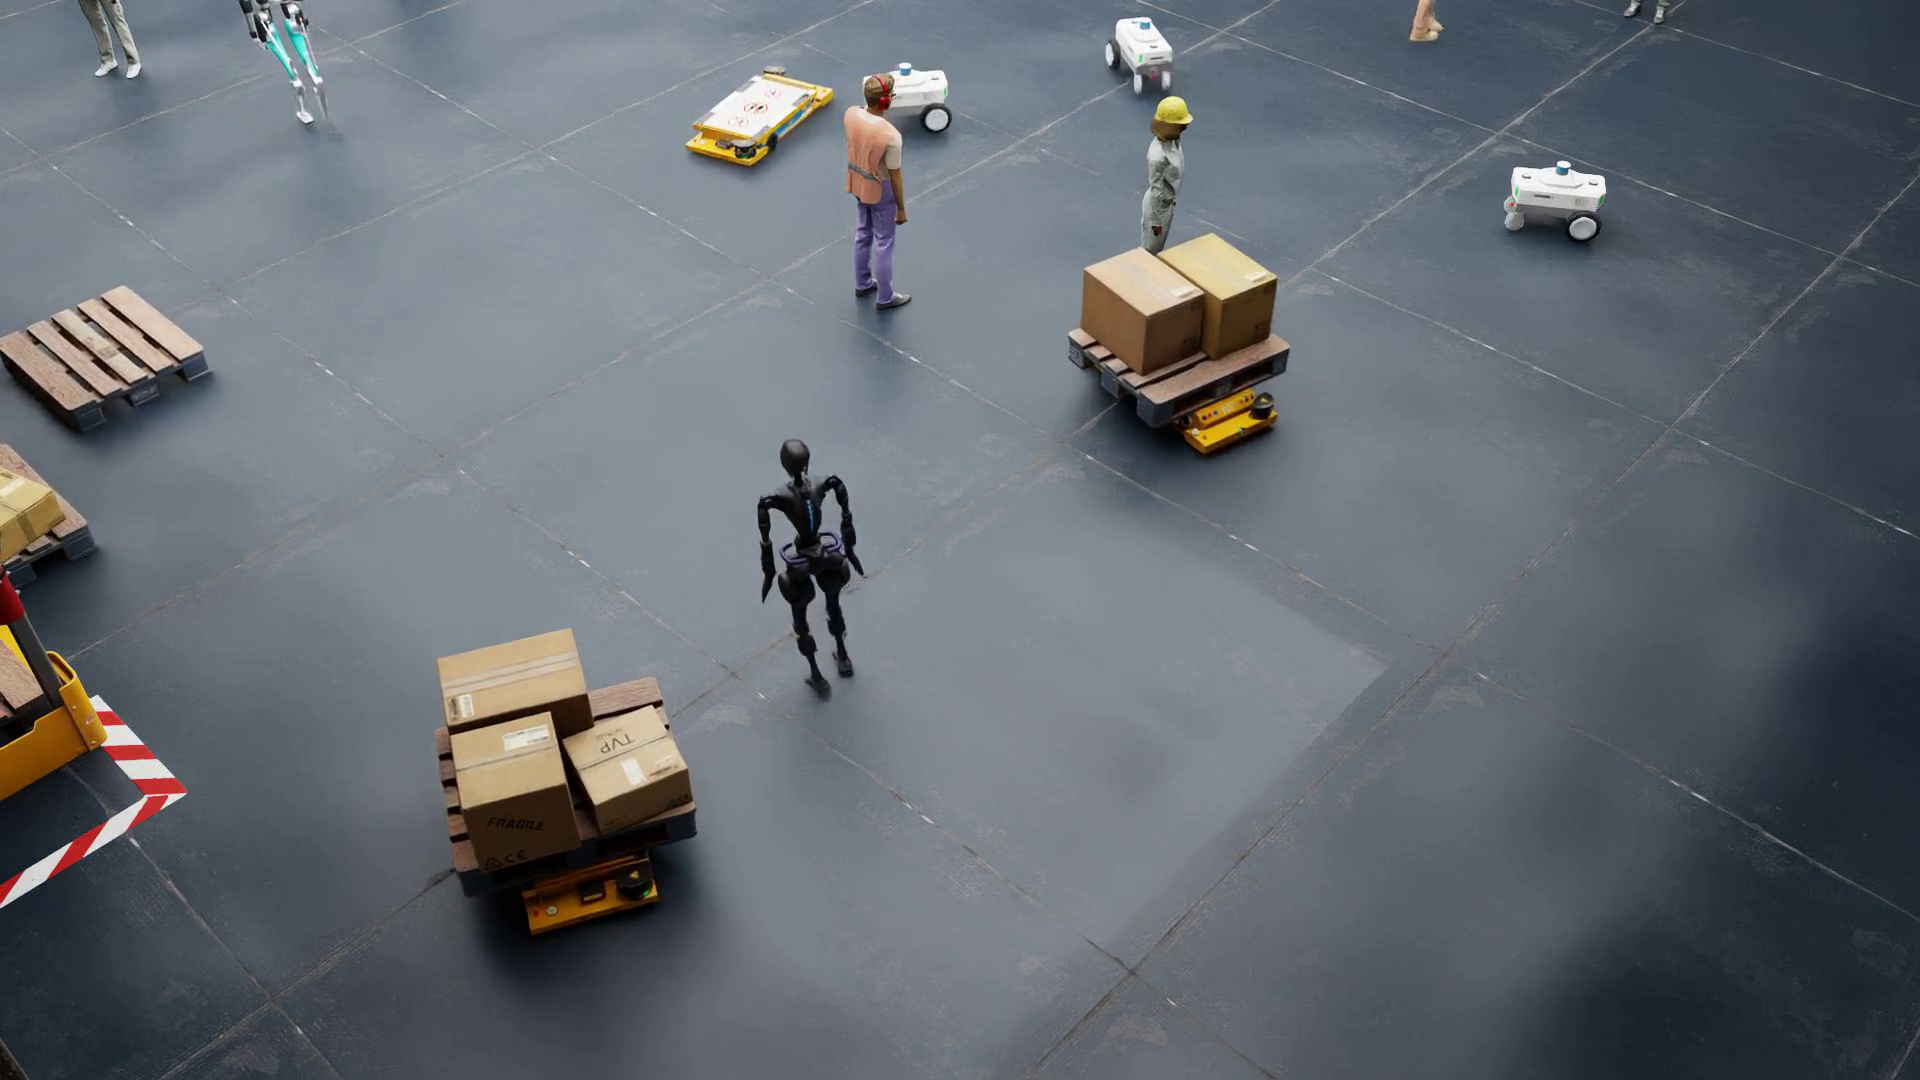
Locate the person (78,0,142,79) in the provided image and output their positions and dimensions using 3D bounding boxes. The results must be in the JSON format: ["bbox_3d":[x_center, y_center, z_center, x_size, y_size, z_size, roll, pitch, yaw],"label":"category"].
[{"bbox_3d":[-7.844,-4.990,15.046,0.512,1.640,0.306,7,42,8],"label":"person"}]

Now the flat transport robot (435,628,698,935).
[{"bbox_3d":[-2.092,1.428,8.939,0.659,0.231,1.431,-13,44,-14],"label":"flat transport robot"}]

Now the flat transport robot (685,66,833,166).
[{"bbox_3d":[-1.760,-3.757,14.702,0.659,0.231,1.431,19,45,20],"label":"flat transport robot"}]

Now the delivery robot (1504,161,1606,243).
[{"bbox_3d":[4.791,-2.769,13.368,0.742,0.566,0.499,8,43,9],"label":"delivery robot"}]

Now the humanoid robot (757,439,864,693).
[{"bbox_3d":[-0.824,0.154,9.321,0.609,1.650,0.427,-19,45,-20],"label":"humanoid robot"}]

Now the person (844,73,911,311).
[{"bbox_3d":[-0.619,-2.523,12.159,0.376,1.838,0.561,-32,51,-30],"label":"person"}]

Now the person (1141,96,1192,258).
[{"bbox_3d":[1.479,-2.421,12.115,0.295,1.743,0.483,13,43,14],"label":"person"}]

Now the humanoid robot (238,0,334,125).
[{"bbox_3d":[-5.760,-4.304,14.294,0.544,1.892,0.761,-29,49,-28],"label":"humanoid robot"}]

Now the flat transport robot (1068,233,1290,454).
[{"bbox_3d":[1.533,-1.152,11.806,0.659,0.231,1.431,-24,47,-24],"label":"flat transport robot"}]

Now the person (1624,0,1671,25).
[{"bbox_3d":[6.785,-5.891,15.907,0.571,1.833,0.399,18,45,19],"label":"person"}]

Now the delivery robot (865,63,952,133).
[{"bbox_3d":[-0.462,-3.908,14.651,0.784,0.589,0.499,-7,42,-7],"label":"delivery robot"}]

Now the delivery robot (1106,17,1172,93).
[{"bbox_3d":[1.680,-4.527,15.352,0.499,0.605,0.781,-10,43,-11],"label":"delivery robot"}]

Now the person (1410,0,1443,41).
[{"bbox_3d":[4.485,-5.548,15.611,0.357,1.716,0.525,13,44,14],"label":"person"}]
